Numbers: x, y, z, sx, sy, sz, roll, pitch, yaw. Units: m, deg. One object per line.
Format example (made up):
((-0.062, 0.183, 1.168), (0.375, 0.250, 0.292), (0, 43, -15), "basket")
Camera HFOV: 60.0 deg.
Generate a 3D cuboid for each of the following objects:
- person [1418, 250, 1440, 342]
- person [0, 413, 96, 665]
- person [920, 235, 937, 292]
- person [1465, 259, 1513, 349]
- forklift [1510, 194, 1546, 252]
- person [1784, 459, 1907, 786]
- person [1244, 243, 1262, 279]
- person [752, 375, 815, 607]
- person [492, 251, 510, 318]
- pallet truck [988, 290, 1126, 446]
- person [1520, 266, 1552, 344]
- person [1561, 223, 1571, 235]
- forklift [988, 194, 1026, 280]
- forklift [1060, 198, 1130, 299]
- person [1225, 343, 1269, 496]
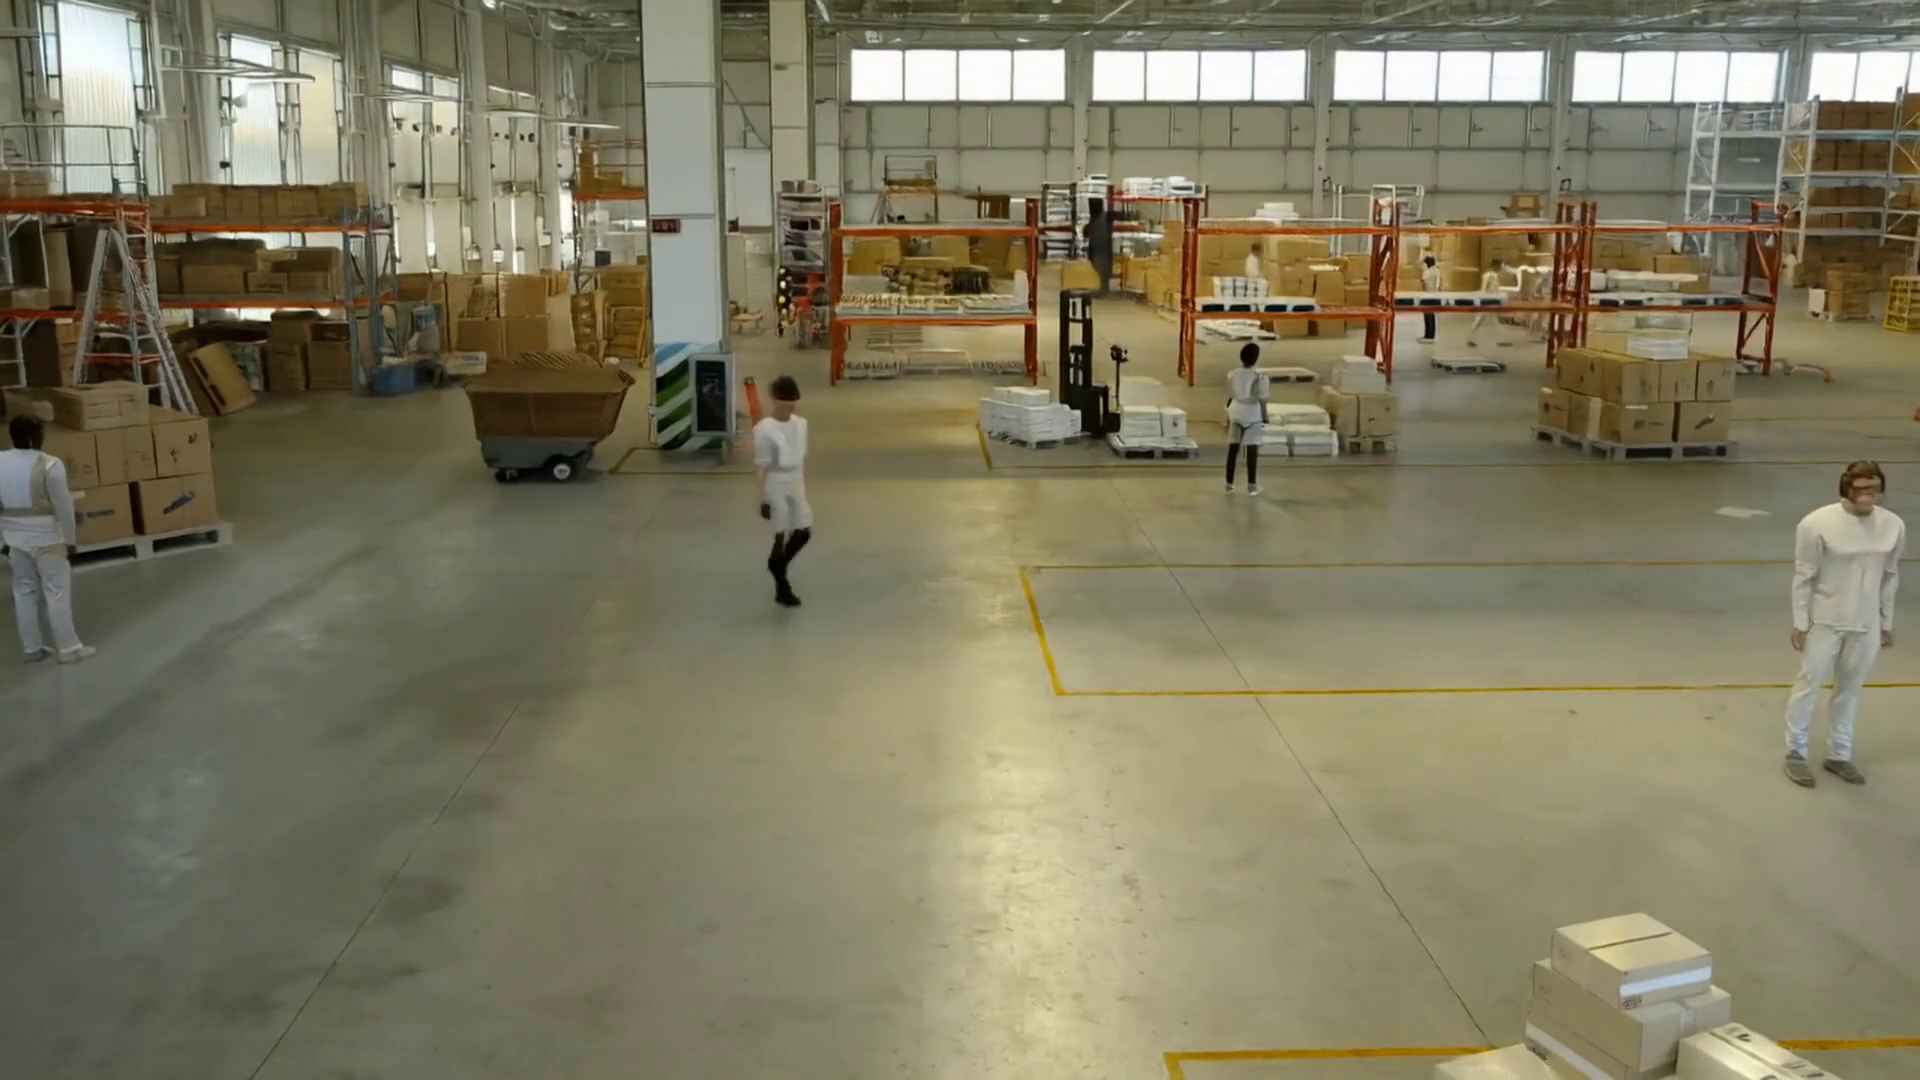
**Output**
((9.921, -5.153, 35.152), (0.370, 1.929, 0.585), (7, 14, 30), "person")
((-6.691, 0.000, 12.085), (0.624, 1.845, 0.430), (2, 13, 10), "person")
((-0.914, -8.154, 48.737), (0.520, 1.921, 0.632), (-5, 14, -23), "person")
((10.729, -4.767, 33.665), (1.007, 1.832, 0.588), (0, 12, 0), "person")
((18.844, -10.143, 55.517), (1.129, 2.768, 1.873), (0, 12, -2), "forklift")
((5.151, 0.481, 9.697), (0.629, 1.939, 0.372), (-1, 13, -3), "person")
((6.864, -5.930, 38.689), (0.624, 1.912, 0.625), (0, 12, -2), "person")
((-1.477, -0.412, 13.758), (0.547, 1.926, 0.505), (-11, 17, -42), "person")
((-11.308, -6.263, 40.846), (0.314, 1.634, 0.515), (-11, 16, -40), "person")
((1.257, -2.299, 22.111), (1.885, 1.965, 0.823), (-9, 15, -35), "pallet truck")
((12.043, -4.906, 34.734), (0.589, 1.627, 0.311), (7, 14, 29), "person")
((20.574, -9.808, 56.234), (0.553, 1.907, 0.493), (9, 15, 36), "person")
((1.329, -10.103, 55.334), (1.873, 2.768, 1.129), (-7, 14, -28), "forklift")
((3.795, -8.210, 46.791), (1.873, 2.768, 1.129), (0, 12, -2), "forklift")
((3.179, -1.335, 18.468), (0.533, 1.690, 0.321), (9, 15, 35), "person")
